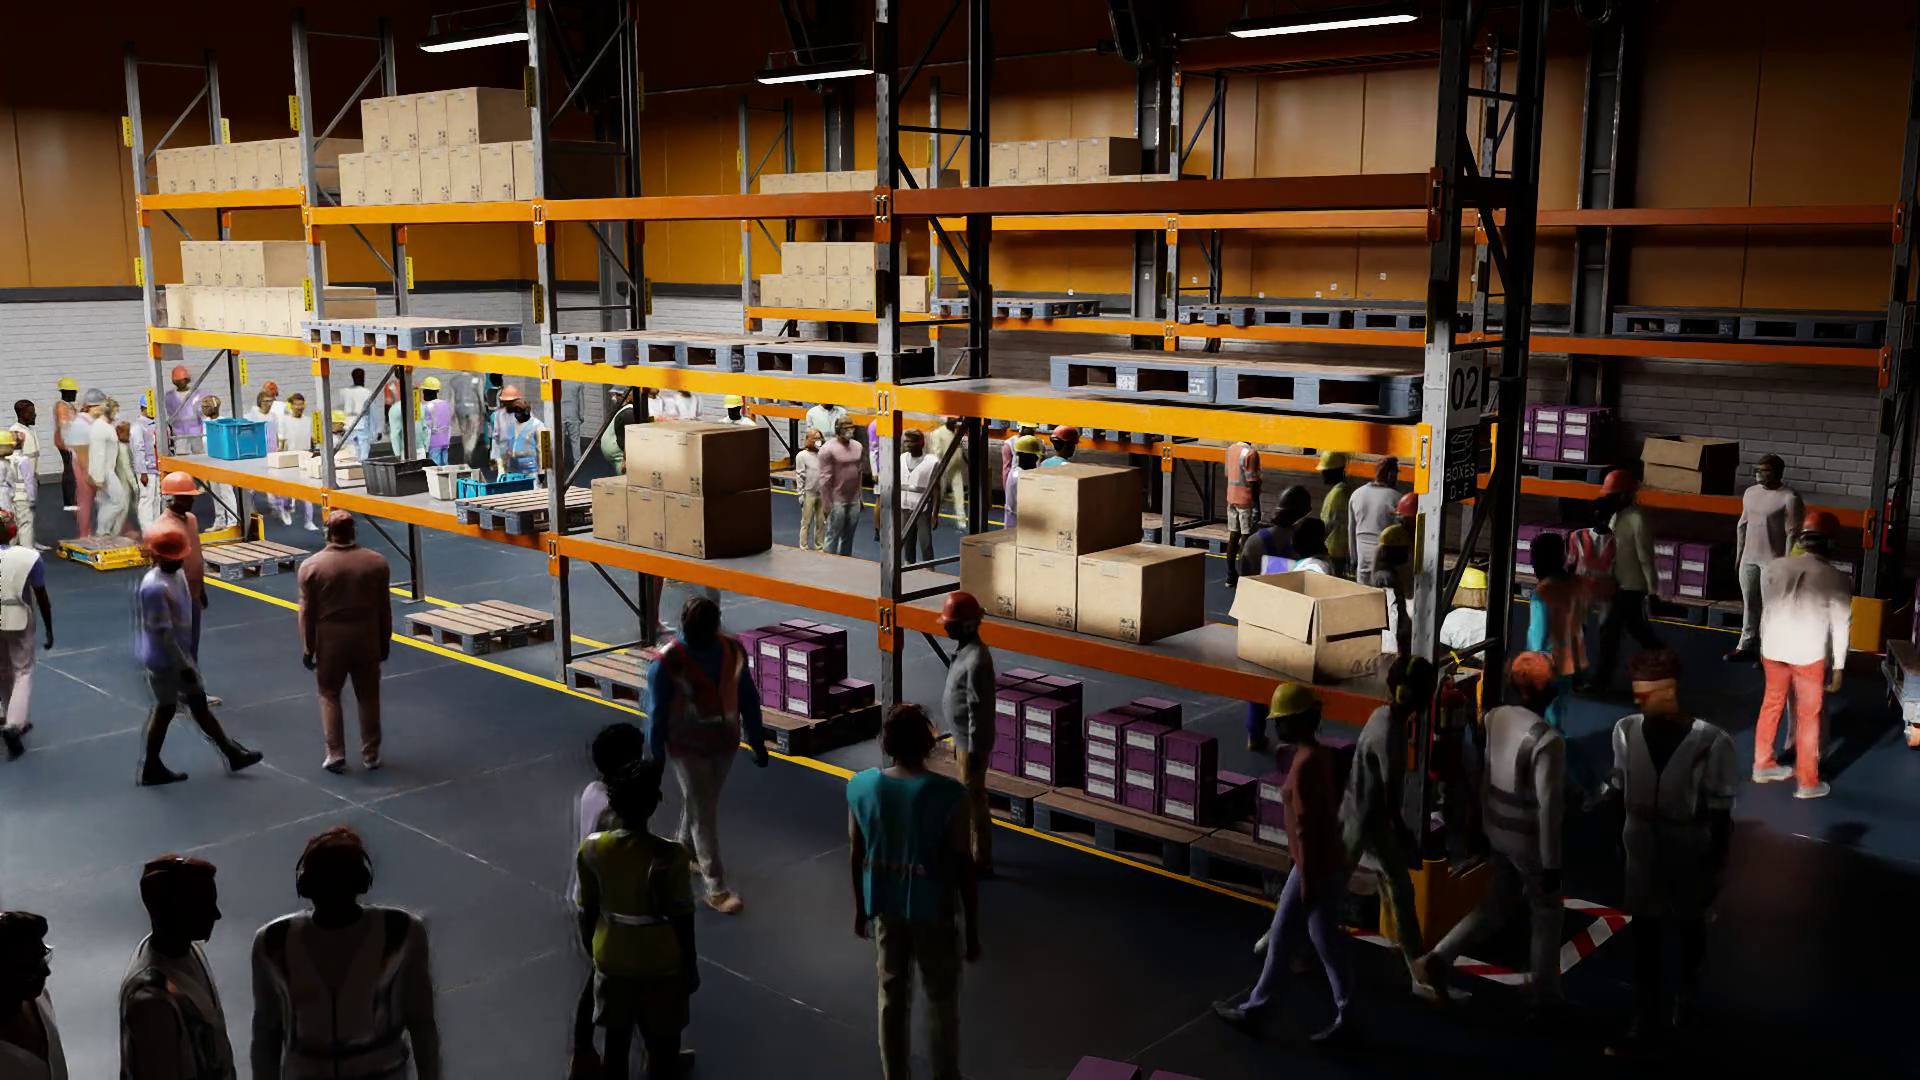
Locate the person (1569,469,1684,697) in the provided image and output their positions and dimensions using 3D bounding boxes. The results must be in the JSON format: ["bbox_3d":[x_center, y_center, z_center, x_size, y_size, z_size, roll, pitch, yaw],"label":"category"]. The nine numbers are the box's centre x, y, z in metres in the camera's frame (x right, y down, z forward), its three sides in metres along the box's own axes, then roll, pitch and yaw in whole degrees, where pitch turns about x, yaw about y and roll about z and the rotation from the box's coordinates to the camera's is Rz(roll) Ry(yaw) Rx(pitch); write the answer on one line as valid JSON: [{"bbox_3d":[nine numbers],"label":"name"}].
[{"bbox_3d":[5.680,0.360,13.971,0.999,1.944,0.645,0,10,0],"label":"person"}]

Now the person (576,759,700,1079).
[{"bbox_3d":[-1.310,1.734,6.857,0.530,1.697,0.321,3,11,18],"label":"person"}]

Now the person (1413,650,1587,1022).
[{"bbox_3d":[2.656,1.448,8.053,0.792,1.856,0.593,-2,10,-12],"label":"person"}]

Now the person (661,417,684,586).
[{"bbox_3d":[-3.208,-0.430,18.570,0.356,1.883,0.572,2,10,10],"label":"person"}]

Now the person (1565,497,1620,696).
[{"bbox_3d":[5.370,0.467,14.034,0.532,1.693,0.319,5,11,24],"label":"person"}]

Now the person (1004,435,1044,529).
[{"bbox_3d":[0.628,-0.081,16.480,0.382,1.923,0.591,0,10,-2],"label":"person"}]

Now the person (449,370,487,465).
[{"bbox_3d":[-8.444,-2.211,28.504,0.628,1.926,0.731,1,10,5],"label":"person"}]

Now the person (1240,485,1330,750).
[{"bbox_3d":[2.445,0.584,12.386,0.687,2.000,0.535,6,12,32],"label":"person"}]

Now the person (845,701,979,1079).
[{"bbox_3d":[-0.178,1.620,7.179,0.668,1.826,0.382,4,11,20],"label":"person"}]

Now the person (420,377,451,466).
[{"bbox_3d":[-7.459,-1.355,23.665,0.353,1.930,0.591,3,11,18],"label":"person"}]

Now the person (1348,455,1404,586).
[{"bbox_3d":[3.812,0.184,15.029,0.399,1.907,0.644,-7,12,-36],"label":"person"}]

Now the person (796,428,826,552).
[{"bbox_3d":[-1.724,-0.521,19.791,0.500,1.633,0.280,-9,13,-42],"label":"person"}]

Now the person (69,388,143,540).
[{"bbox_3d":[-10.819,-0.937,20.991,0.897,2.000,0.706,2,10,9],"label":"person"}]

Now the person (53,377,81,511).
[{"bbox_3d":[-12.733,-1.372,23.812,0.392,1.917,0.591,-3,10,-16],"label":"person"}]

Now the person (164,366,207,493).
[{"bbox_3d":[-11.624,-1.632,25.051,0.612,2.007,1.018,-3,10,-16],"label":"person"}]

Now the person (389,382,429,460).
[{"bbox_3d":[-7.608,-1.242,23.036,0.378,1.931,0.629,5,11,26],"label":"person"}]

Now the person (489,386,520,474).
[{"bbox_3d":[-6.113,-1.184,22.830,0.547,1.894,0.998,3,11,18],"label":"person"}]

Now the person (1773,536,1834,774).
[{"bbox_3d":[6.057,0.808,11.936,0.348,1.761,0.527,-2,10,-11],"label":"person"}]

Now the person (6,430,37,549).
[{"bbox_3d":[-11.069,-0.472,19.532,0.530,1.628,0.320,4,11,23],"label":"person"}]

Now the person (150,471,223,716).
[{"bbox_3d":[-6.262,0.429,13.426,0.407,1.986,0.615,0,10,1],"label":"person"}]

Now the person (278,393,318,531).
[{"bbox_3d":[-8.828,-1.047,22.169,0.511,1.856,0.563,-10,14,-44],"label":"person"}]

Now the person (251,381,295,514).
[{"bbox_3d":[-9.681,-1.301,23.492,0.574,1.883,0.361,-7,12,-35],"label":"person"}]

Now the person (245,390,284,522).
[{"bbox_3d":[-9.633,-1.168,22.955,0.856,1.818,0.518,9,14,42],"label":"person"}]

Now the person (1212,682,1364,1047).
[{"bbox_3d":[1.594,1.541,7.878,0.767,1.709,0.605,4,11,21],"label":"person"}]

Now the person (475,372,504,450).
[{"bbox_3d":[-8.733,-2.600,30.950,0.506,1.842,0.342,-4,11,-21],"label":"person"}]

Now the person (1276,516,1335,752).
[{"bbox_3d":[2.499,0.738,12.081,0.429,1.846,0.627,2,10,12],"label":"person"}]

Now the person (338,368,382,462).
[{"bbox_3d":[-9.311,-1.724,25.842,0.610,1.898,0.489,3,10,15],"label":"person"}]

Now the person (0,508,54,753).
[{"bbox_3d":[-7.190,0.671,12.549,0.576,1.817,0.870,-2,10,-14],"label":"person"}]

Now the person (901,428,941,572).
[{"bbox_3d":[-0.457,-0.294,17.912,0.575,1.841,0.375,7,12,34],"label":"person"}]

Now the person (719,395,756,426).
[{"bbox_3d":[-2.877,-0.948,21.409,0.588,1.919,0.388,6,12,29],"label":"person"}]

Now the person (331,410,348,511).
[{"bbox_3d":[-7.836,-0.768,20.906,0.352,1.734,0.485,-4,11,-23],"label":"person"}]

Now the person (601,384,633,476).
[{"bbox_3d":[-4.485,-1.124,22.047,0.537,2.000,0.682,-2,10,-13],"label":"person"}]

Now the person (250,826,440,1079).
[{"bbox_3d":[-2.064,1.867,5.608,0.599,1.871,0.623,-2,10,-9],"label":"person"}]
